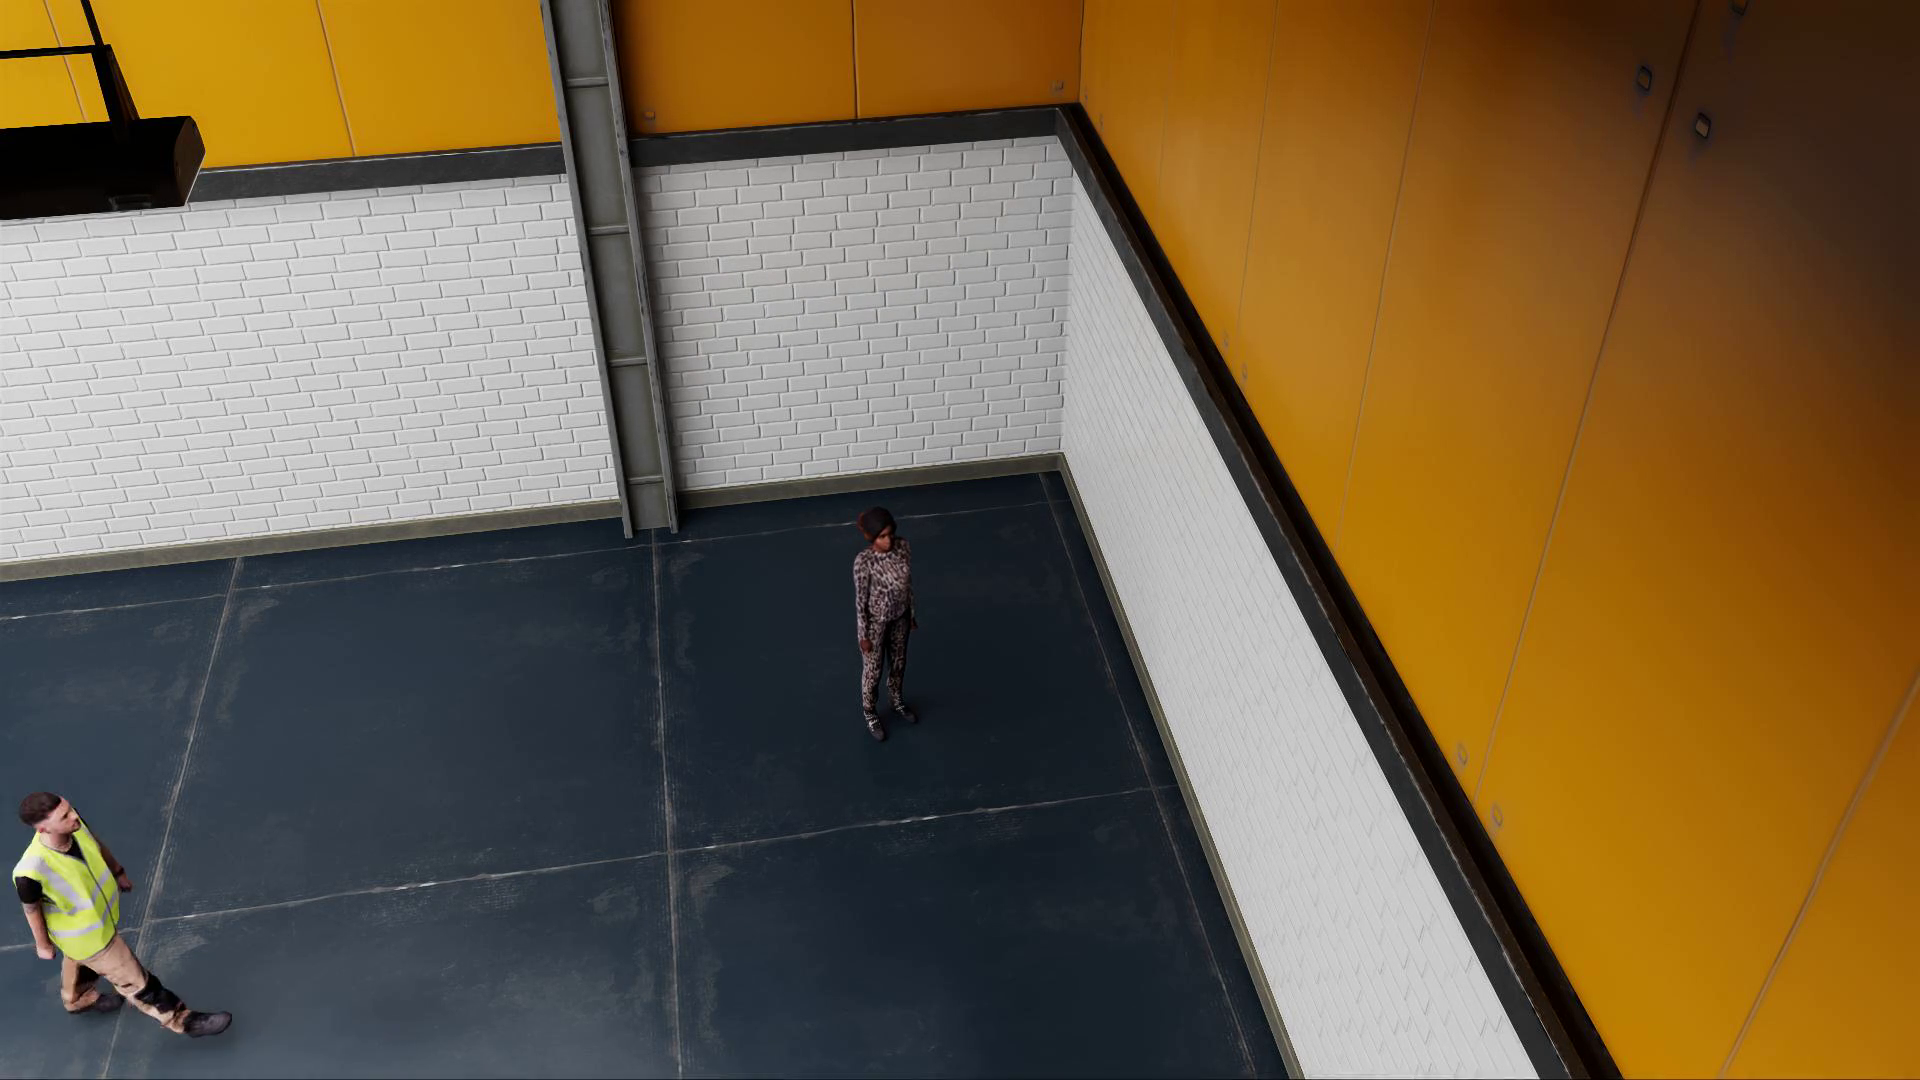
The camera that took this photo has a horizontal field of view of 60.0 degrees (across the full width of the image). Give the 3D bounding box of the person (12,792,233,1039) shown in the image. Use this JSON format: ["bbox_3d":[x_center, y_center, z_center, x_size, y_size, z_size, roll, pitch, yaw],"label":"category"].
[{"bbox_3d":[-4.527,1.941,8.480,1.231,1.787,0.807,-1,39,-2],"label":"person"}]

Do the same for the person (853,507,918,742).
[{"bbox_3d":[-0.469,0.504,10.338,0.635,1.714,0.729,-25,45,-28],"label":"person"}]
